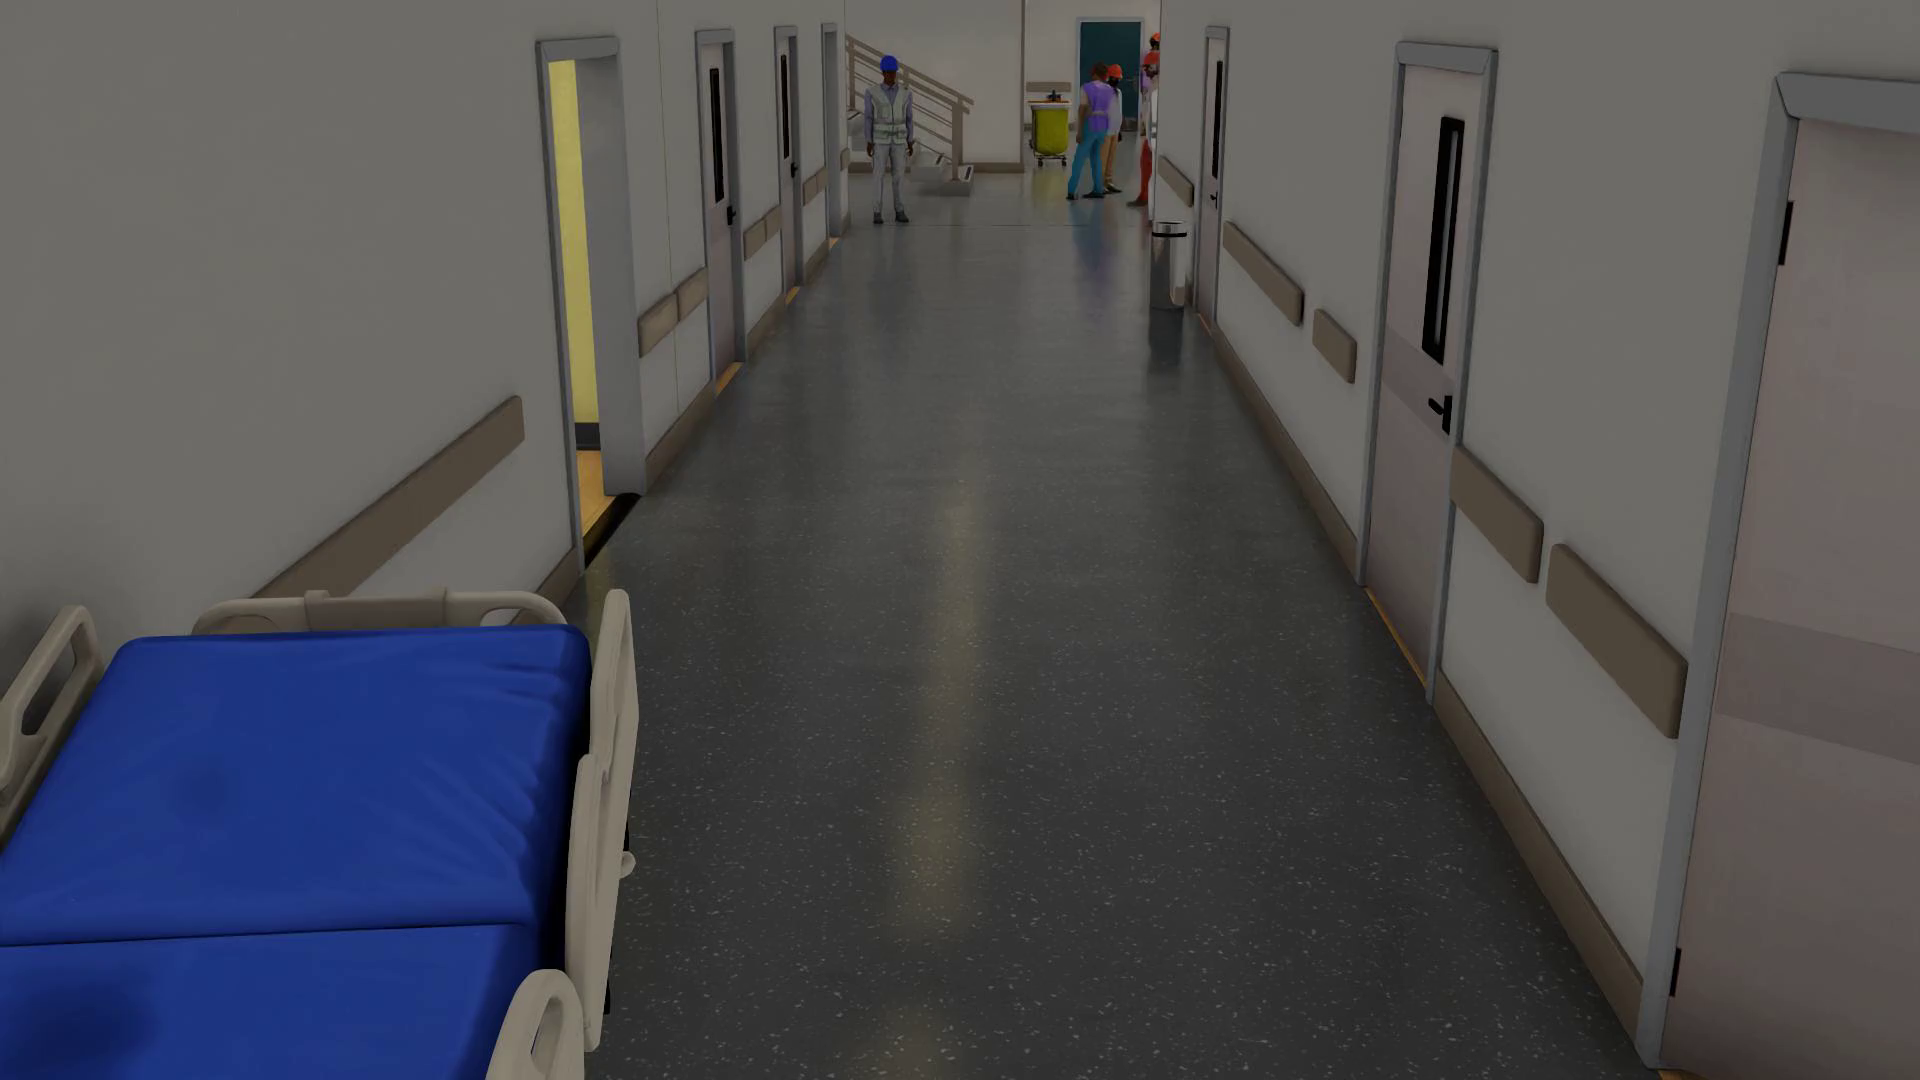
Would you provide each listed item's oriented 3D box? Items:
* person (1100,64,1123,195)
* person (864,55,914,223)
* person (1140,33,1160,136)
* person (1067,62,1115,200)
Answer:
[{"bbox_3d":[2.090,-5.674,22.995,0.339,1.748,0.563,11,21,31],"label":"person"},{"bbox_3d":[-0.841,-4.759,19.799,0.605,1.948,0.391,-6,19,-17],"label":"person"},{"bbox_3d":[3.903,-9.188,33.593,0.619,2.029,0.410,16,24,41],"label":"person"},{"bbox_3d":[1.771,-5.463,22.267,0.680,1.800,0.440,-14,22,-37],"label":"person"}]
